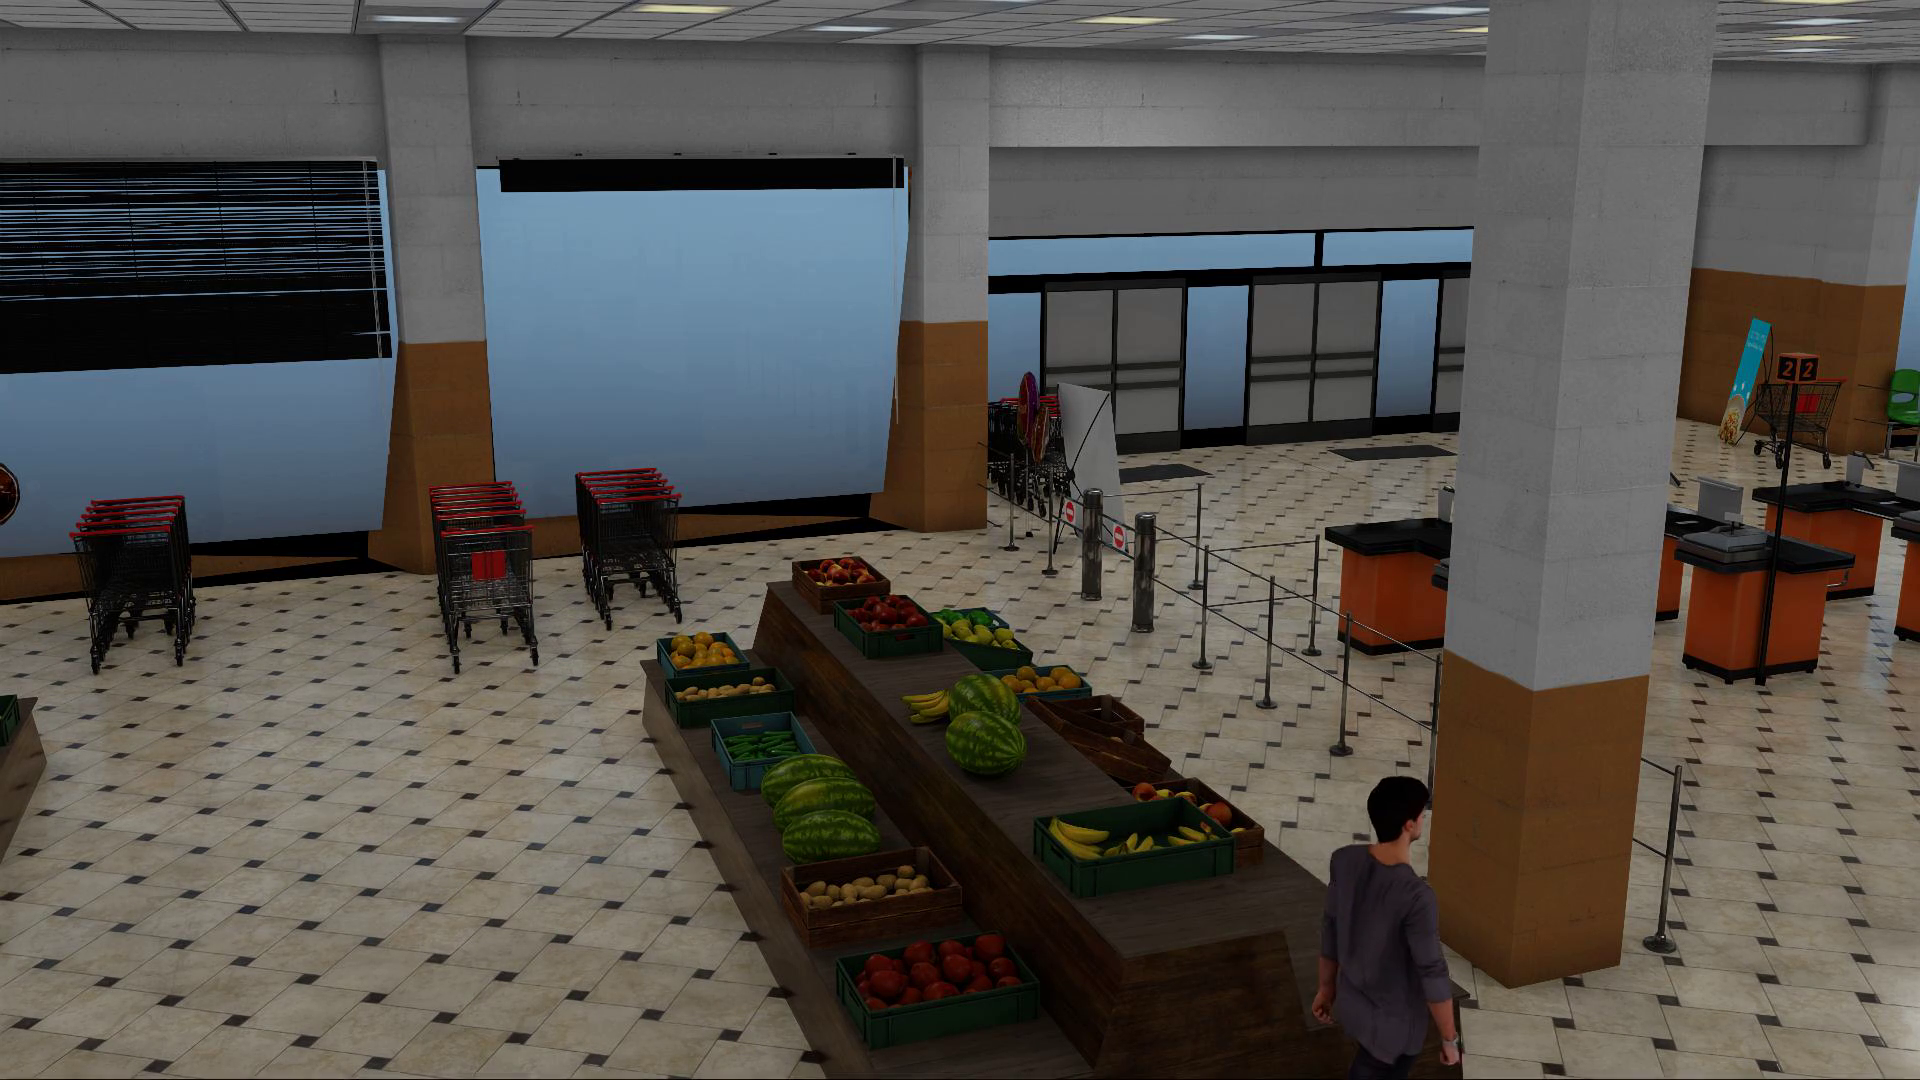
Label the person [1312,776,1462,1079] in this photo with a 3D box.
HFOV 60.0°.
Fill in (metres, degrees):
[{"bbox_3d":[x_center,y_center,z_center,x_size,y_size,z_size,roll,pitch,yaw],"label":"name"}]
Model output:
[{"bbox_3d":[1.487,1.795,6.172,0.824,1.802,1.115,-6,15,-24],"label":"person"}]
